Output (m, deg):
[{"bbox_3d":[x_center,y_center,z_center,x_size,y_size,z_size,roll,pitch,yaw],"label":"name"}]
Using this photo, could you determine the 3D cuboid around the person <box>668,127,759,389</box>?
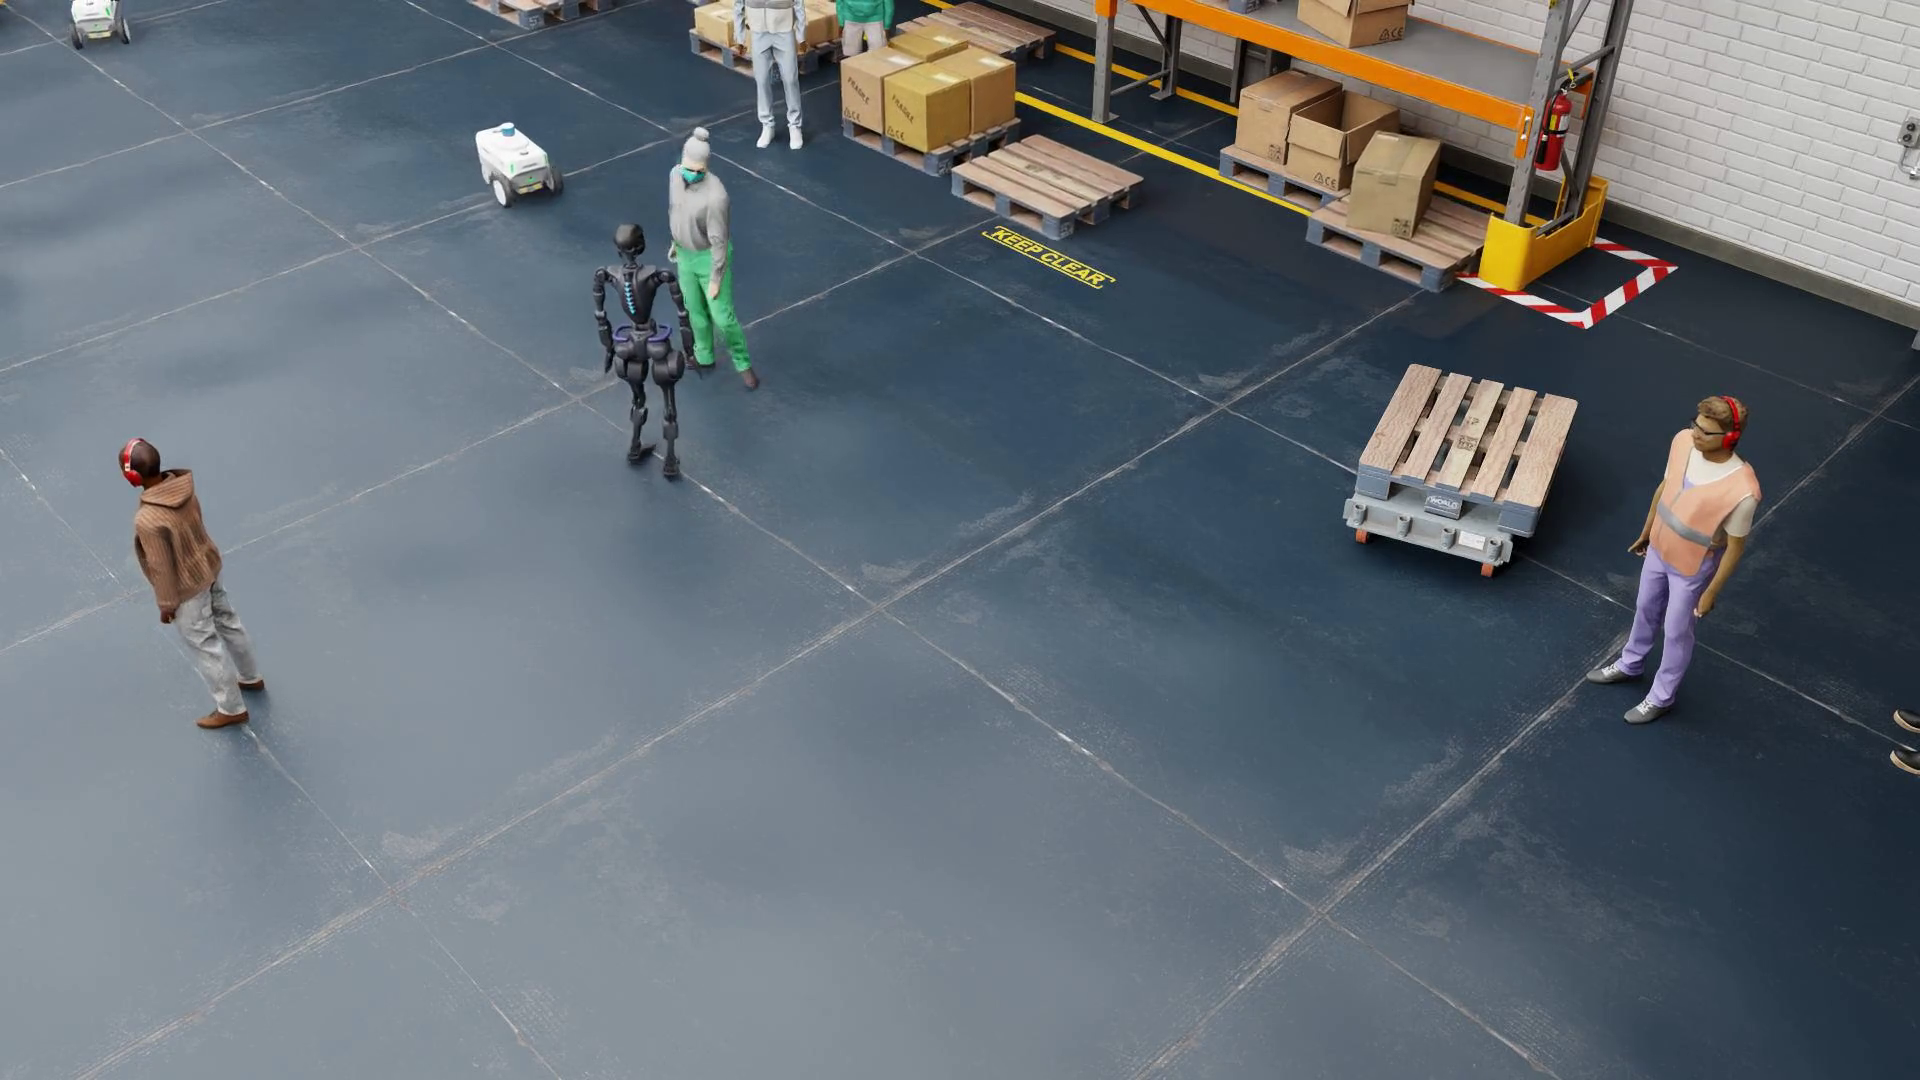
[{"bbox_3d":[-1.630,-1.811,10.646,0.346,1.830,0.676,-31,47,-34],"label":"person"}]

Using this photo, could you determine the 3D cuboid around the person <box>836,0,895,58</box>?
[{"bbox_3d":[-0.795,-4.417,14.079,0.501,1.843,0.395,6,37,8],"label":"person"}]

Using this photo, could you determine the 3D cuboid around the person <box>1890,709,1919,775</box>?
[{"bbox_3d":[4.853,0.290,7.743,0.368,1.966,0.605,18,41,23],"label":"person"}]

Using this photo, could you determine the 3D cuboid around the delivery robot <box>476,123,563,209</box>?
[{"bbox_3d":[-3.567,-3.032,13.306,0.499,0.591,0.781,-24,43,-28],"label":"delivery robot"}]

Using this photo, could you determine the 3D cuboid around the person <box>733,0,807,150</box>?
[{"bbox_3d":[-1.558,-4.176,13.708,0.597,1.907,0.410,1,37,1],"label":"person"}]

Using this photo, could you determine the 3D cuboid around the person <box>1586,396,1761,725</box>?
[{"bbox_3d":[3.525,0.095,8.100,0.376,1.843,0.571,-10,38,-13],"label":"person"}]

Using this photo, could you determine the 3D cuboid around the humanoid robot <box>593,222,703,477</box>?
[{"bbox_3d":[-1.832,-1.146,9.875,0.608,1.645,0.409,3,37,4],"label":"humanoid robot"}]

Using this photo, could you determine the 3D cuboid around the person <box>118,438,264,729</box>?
[{"bbox_3d":[-3.746,0.207,8.112,0.312,1.647,0.470,1,37,1],"label":"person"}]

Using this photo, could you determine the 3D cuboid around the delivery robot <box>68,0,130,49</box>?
[{"bbox_3d":[-8.324,-5.087,16.031,0.499,0.595,0.770,-12,39,-15],"label":"delivery robot"}]
